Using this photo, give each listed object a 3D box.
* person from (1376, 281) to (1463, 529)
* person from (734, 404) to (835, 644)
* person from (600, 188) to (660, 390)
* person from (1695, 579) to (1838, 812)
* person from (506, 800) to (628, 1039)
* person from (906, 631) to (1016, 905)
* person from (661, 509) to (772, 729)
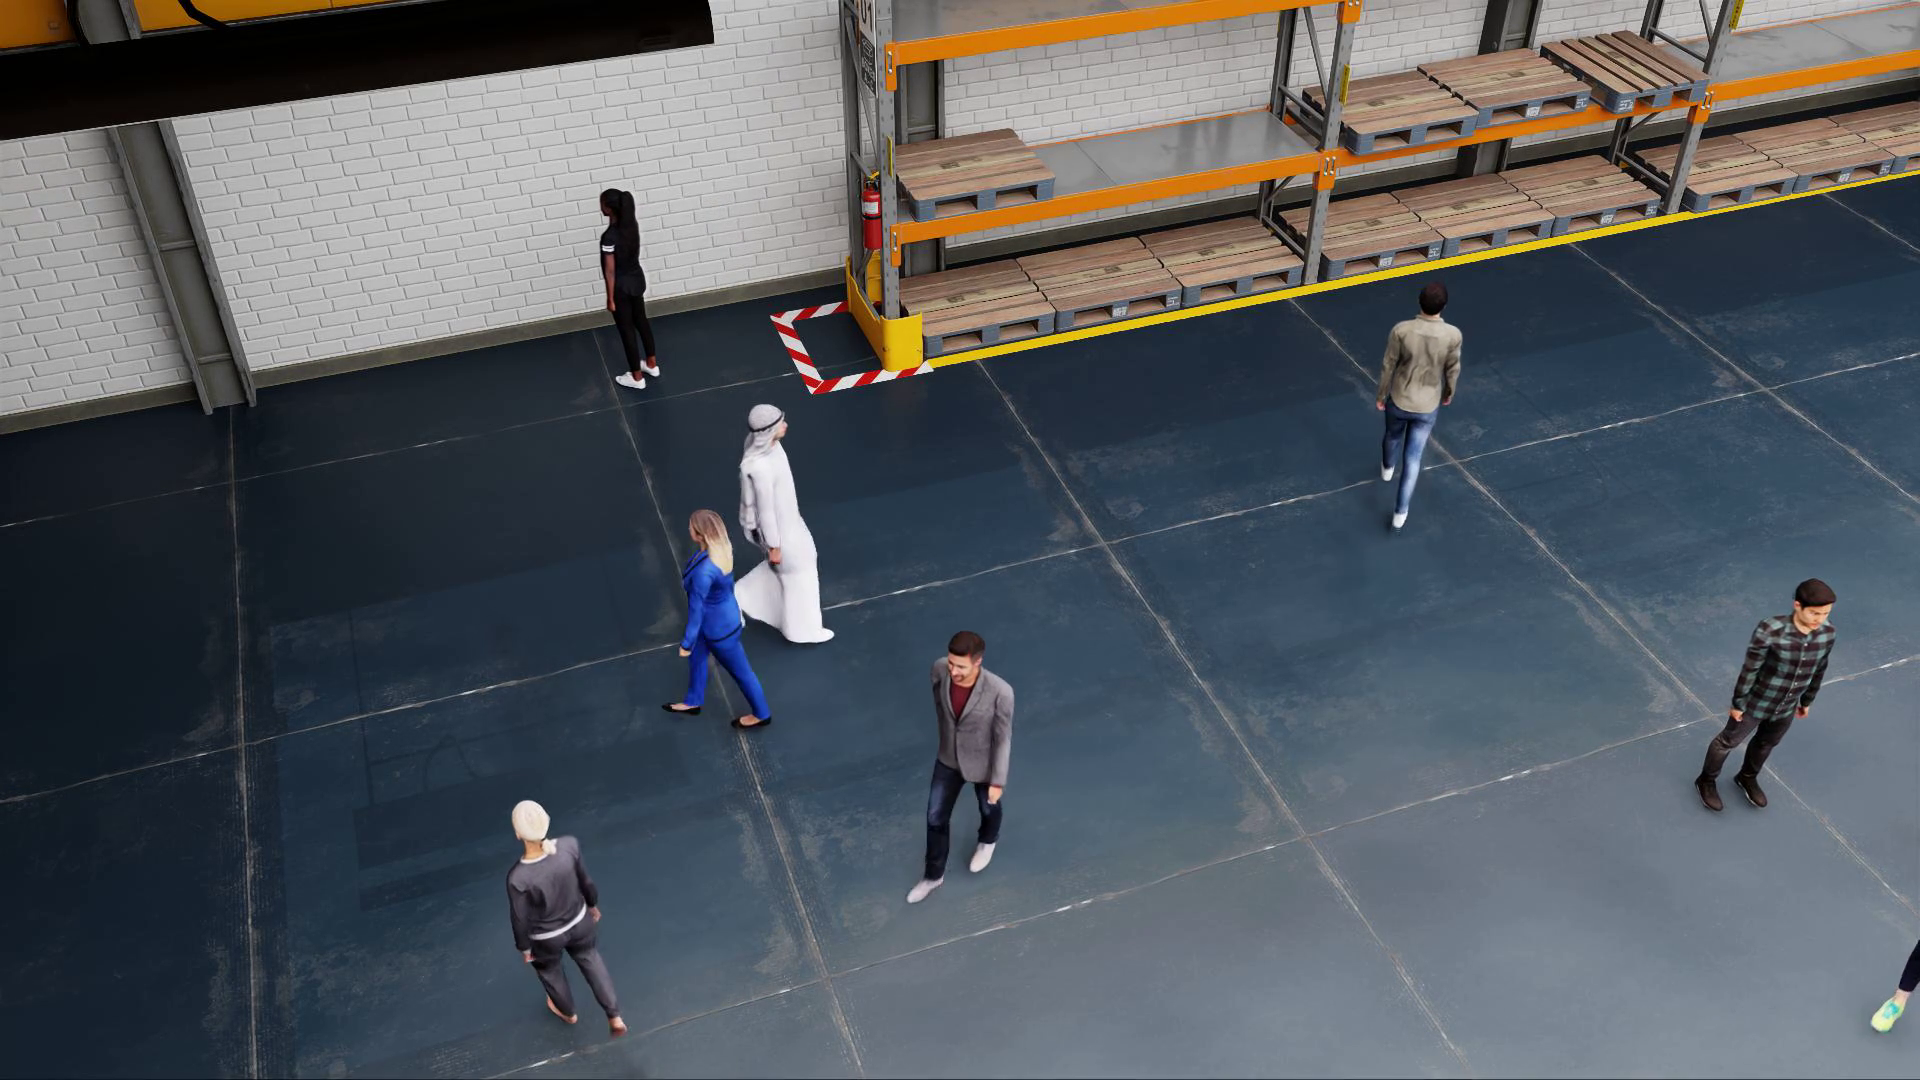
[{"bbox_3d":[3.256,-0.929,11.949,1.224,1.817,1.172,9,39,11],"label":"person"},{"bbox_3d":[-1.276,-0.085,10.820,1.058,1.907,0.837,-4,39,-4],"label":"person"},{"bbox_3d":[-2.686,-2.029,13.397,0.735,1.729,0.689,12,40,15],"label":"person"},{"bbox_3d":[4.733,0.895,9.696,0.584,1.707,0.754,-3,39,-4],"label":"person"},{"bbox_3d":[-1.997,1.968,8.405,0.893,1.713,0.874,-31,48,-33],"label":"person"},{"bbox_3d":[0.100,1.173,9.296,1.031,1.844,1.099,17,42,20],"label":"person"},{"bbox_3d":[-1.381,0.529,10.239,1.025,1.673,0.815,-3,39,-3],"label":"person"}]
